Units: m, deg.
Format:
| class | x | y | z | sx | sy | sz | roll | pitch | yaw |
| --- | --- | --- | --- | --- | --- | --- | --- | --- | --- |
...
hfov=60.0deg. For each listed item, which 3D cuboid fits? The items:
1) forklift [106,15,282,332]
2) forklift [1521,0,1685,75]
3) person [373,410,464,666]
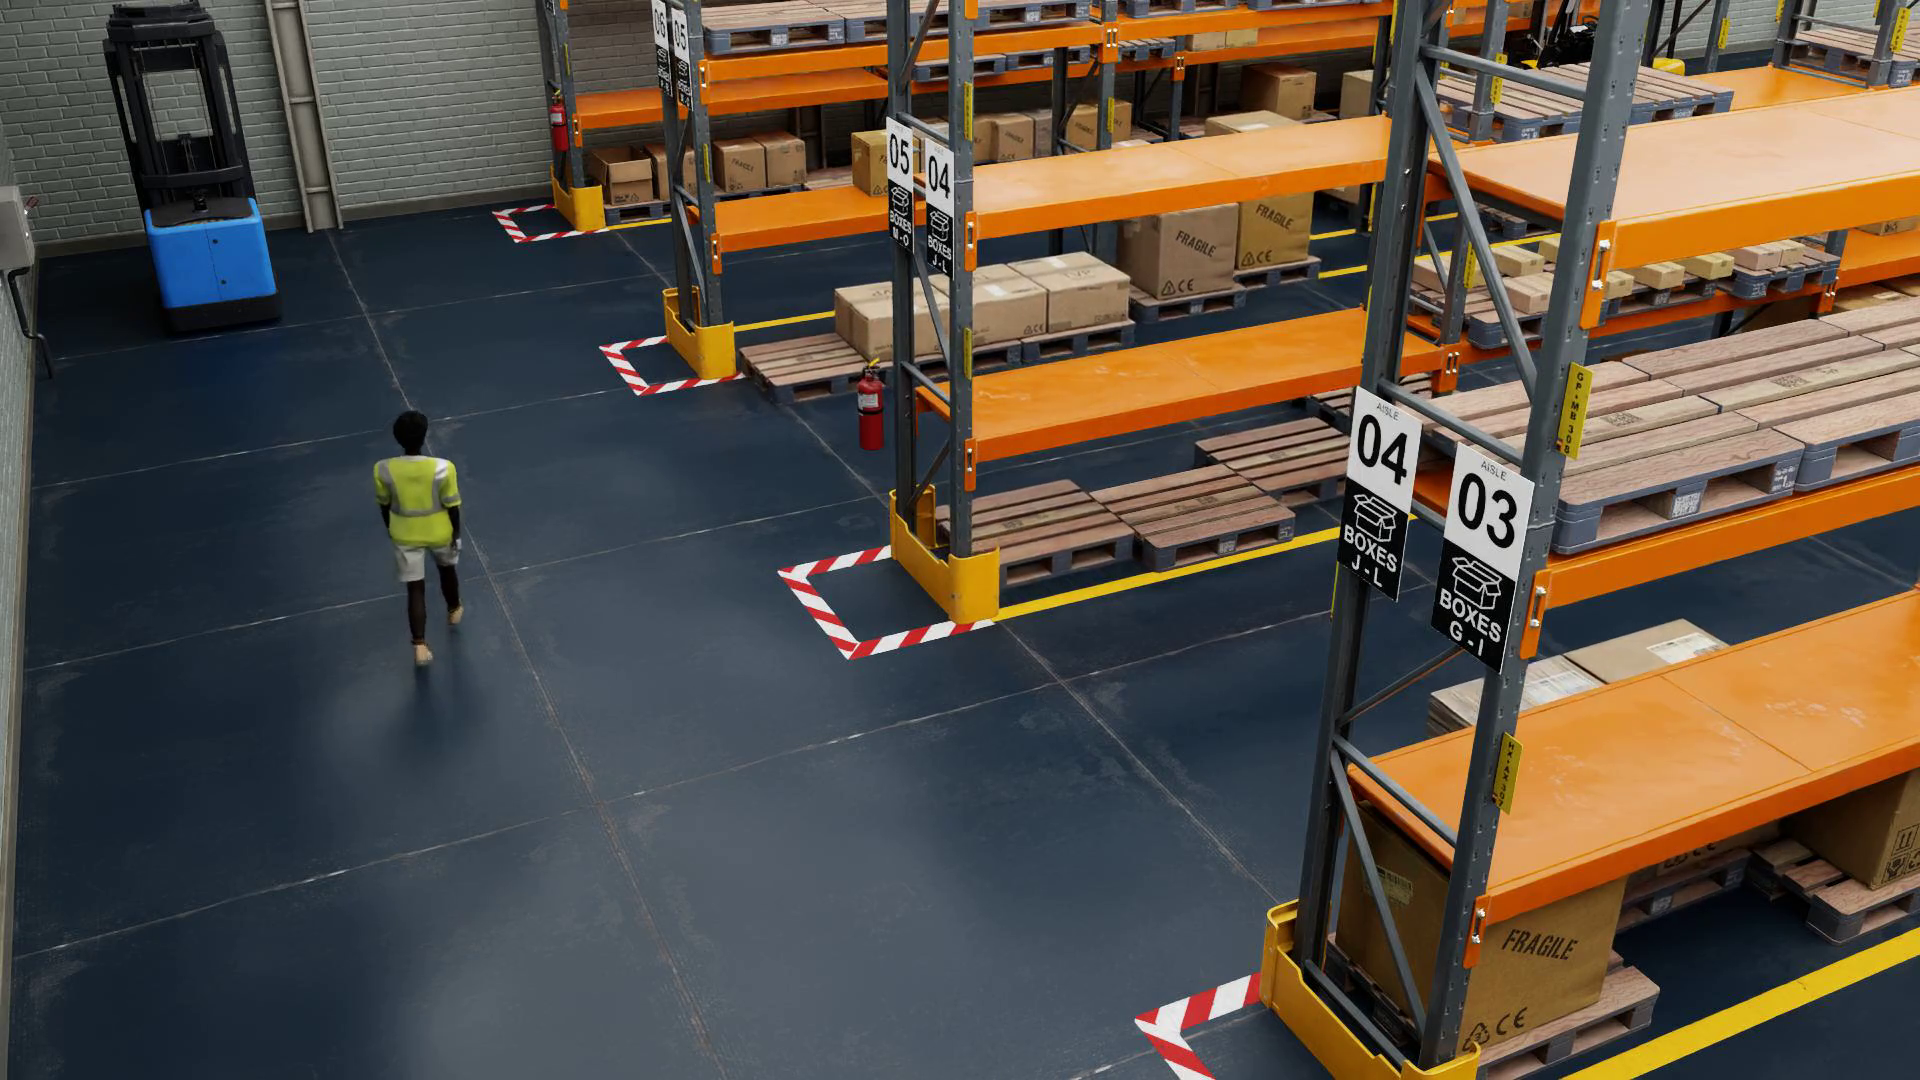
| class | x | y | z | sx | sy | sz | roll | pitch | yaw |
| --- | --- | --- | --- | --- | --- | --- | --- | --- | --- |
| forklift | -7.548 | -3.672 | 16.323 | 1.129 | 2.768 | 1.873 | -12 | 30 | -22 |
| forklift | 8.950 | -6.807 | 23.056 | 1.214 | 2.155 | 2.313 | -12 | 30 | -22 |
| person | -3.438 | -0.035 | 10.652 | 0.524 | 1.657 | 0.846 | -6 | 28 | -12 |
